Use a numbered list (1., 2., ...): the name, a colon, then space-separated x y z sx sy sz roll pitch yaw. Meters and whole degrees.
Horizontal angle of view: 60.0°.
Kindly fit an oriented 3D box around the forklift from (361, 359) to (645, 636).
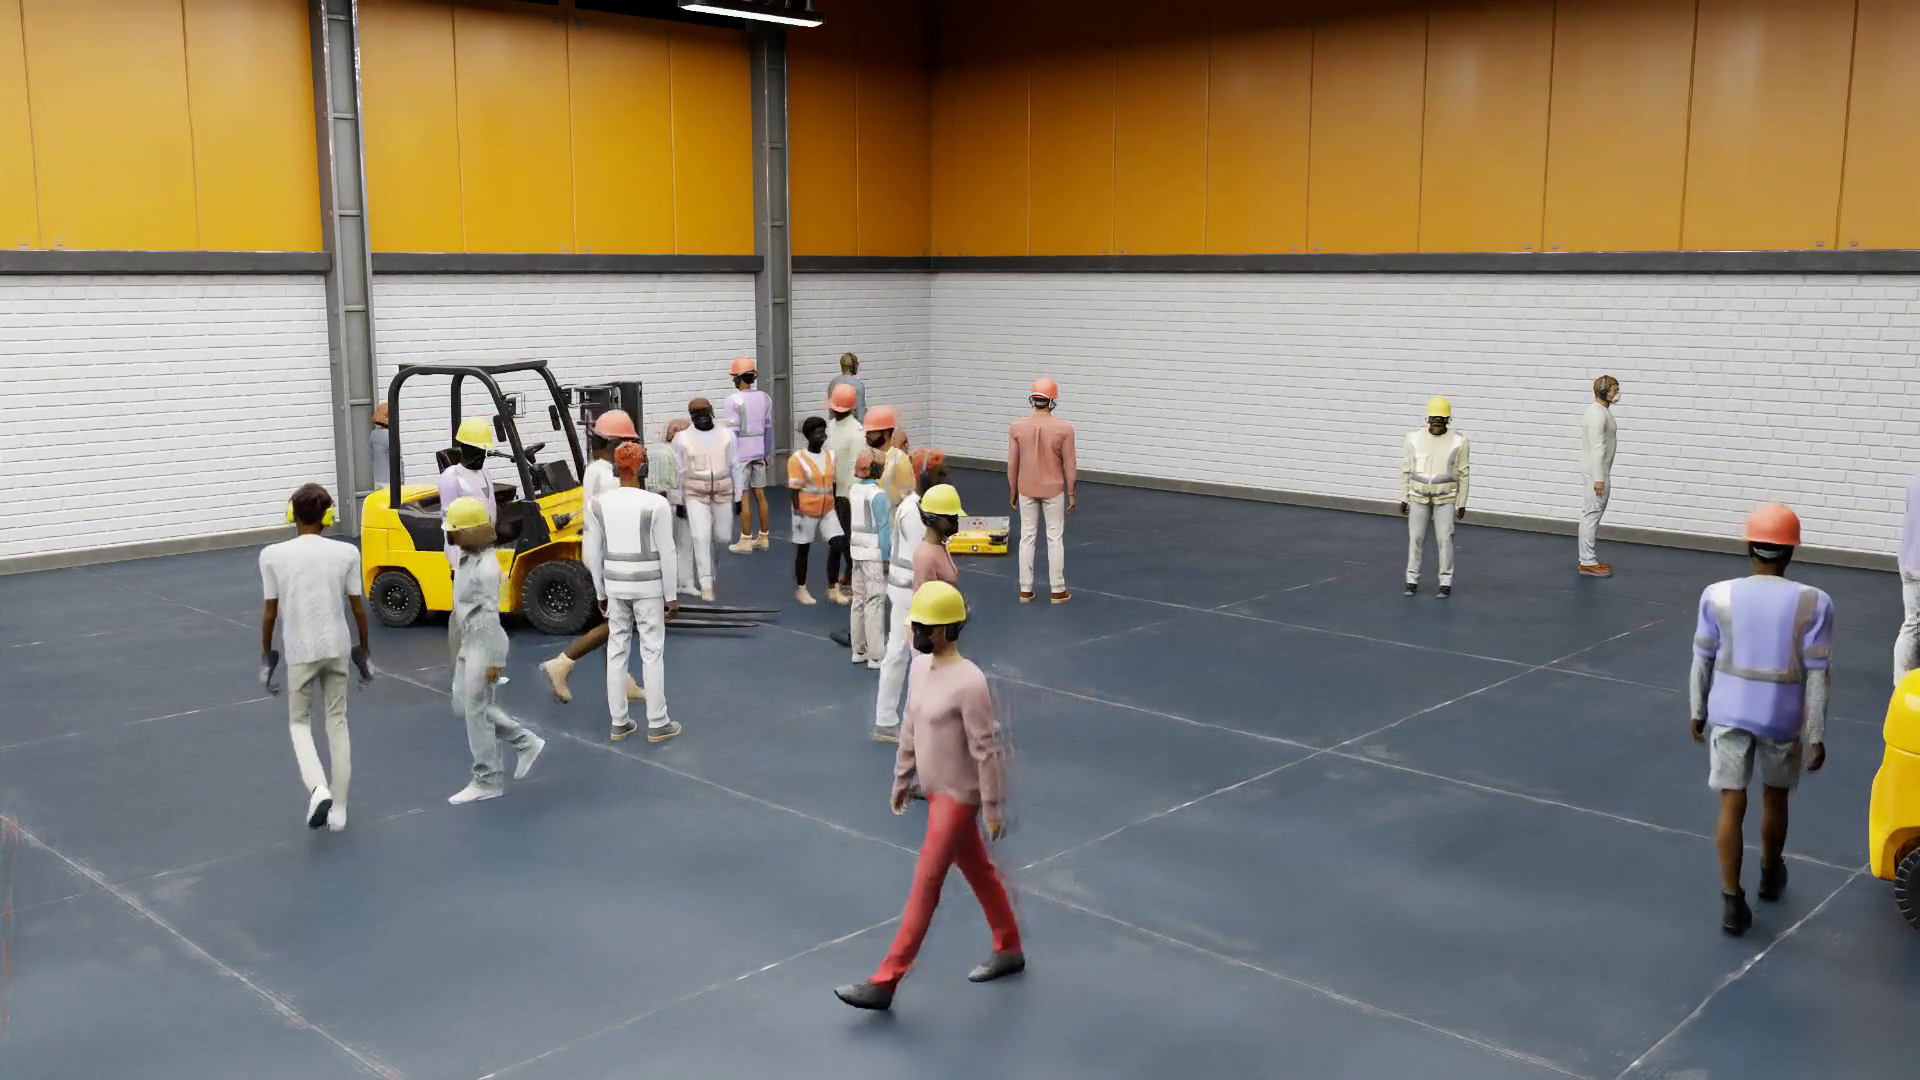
1. forklift: -3.850 -0.407 13.936 2.313 2.155 1.214 2 9 11

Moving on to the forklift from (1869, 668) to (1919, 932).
1. forklift: 5.205 0.723 7.013 2.313 2.155 1.214 9 13 43

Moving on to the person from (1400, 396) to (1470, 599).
1. person: 4.259 -0.384 14.945 0.597 1.825 0.403 5 10 26

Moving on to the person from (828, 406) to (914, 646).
1. person: -0.601 -0.120 13.148 1.019 1.880 0.571 -6 11 -32

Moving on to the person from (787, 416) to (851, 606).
1. person: -1.218 -0.233 14.424 0.556 1.669 0.648 -8 12 -40

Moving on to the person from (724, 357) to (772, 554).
1. person: -2.234 -0.880 17.302 0.391 2.040 0.615 8 12 39

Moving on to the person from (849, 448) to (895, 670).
1. person: -0.656 0.141 12.283 0.307 1.638 0.512 -5 11 -30

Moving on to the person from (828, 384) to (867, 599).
1. person: -1.028 -0.450 14.989 0.439 1.938 0.815 -4 10 -23

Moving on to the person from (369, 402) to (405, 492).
1. person: -5.679 -0.553 16.547 0.507 1.632 0.267 8 12 40

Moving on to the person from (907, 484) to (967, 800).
1. person: -0.124 0.564 9.303 0.329 1.765 0.533 1 9 6

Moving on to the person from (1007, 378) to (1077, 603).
1. person: 0.732 -0.435 14.718 0.623 1.992 0.396 3 10 16

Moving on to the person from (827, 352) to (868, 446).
1. person: -1.345 -1.310 20.259 0.631 1.940 0.372 9 13 44

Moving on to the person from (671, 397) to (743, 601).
1. person: -2.285 -0.391 15.033 0.638 1.811 0.756 -4 10 -21

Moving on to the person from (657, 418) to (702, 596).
1. person: -2.662 -0.299 15.047 0.707 1.609 0.529 3 10 20

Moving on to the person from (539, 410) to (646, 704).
1. person: -2.432 0.141 11.120 0.738 2.022 0.618 -4 10 -25

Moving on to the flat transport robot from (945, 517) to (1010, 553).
1. flat transport robot: 0.193 -0.074 17.777 0.652 0.197 1.431 1 9 3

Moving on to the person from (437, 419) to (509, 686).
1. person: -3.388 0.111 11.608 0.381 1.917 0.584 2 9 10

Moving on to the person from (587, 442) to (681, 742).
1. person: -2.025 0.326 10.386 0.574 1.886 0.356 2 10 15

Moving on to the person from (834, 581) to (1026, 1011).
1. person: -0.096 1.011 6.676 0.924 1.714 0.545 -5 10 -27

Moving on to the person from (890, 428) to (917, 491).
1. person: -0.592 -0.137 14.051 0.517 1.613 0.596 3 10 18

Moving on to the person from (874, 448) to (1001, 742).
1. person: -0.142 0.362 10.264 0.886 1.845 0.569 2 9 12

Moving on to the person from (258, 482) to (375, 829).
1. person: -3.354 0.626 8.676 0.582 1.843 0.471 -5 10 -27

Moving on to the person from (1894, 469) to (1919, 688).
1. person: 6.474 0.224 10.989 0.477 1.906 0.648 0 9 -2

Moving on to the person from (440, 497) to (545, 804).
1. person: -2.611 0.597 9.201 0.476 1.719 0.496 -5 11 -29

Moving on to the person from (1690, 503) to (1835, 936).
1. person: 3.638 0.775 7.573 0.575 1.900 0.901 5 11 29

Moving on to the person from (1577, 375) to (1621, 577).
1. person: 6.172 -0.627 16.068 0.362 1.939 0.636 3 10 20
